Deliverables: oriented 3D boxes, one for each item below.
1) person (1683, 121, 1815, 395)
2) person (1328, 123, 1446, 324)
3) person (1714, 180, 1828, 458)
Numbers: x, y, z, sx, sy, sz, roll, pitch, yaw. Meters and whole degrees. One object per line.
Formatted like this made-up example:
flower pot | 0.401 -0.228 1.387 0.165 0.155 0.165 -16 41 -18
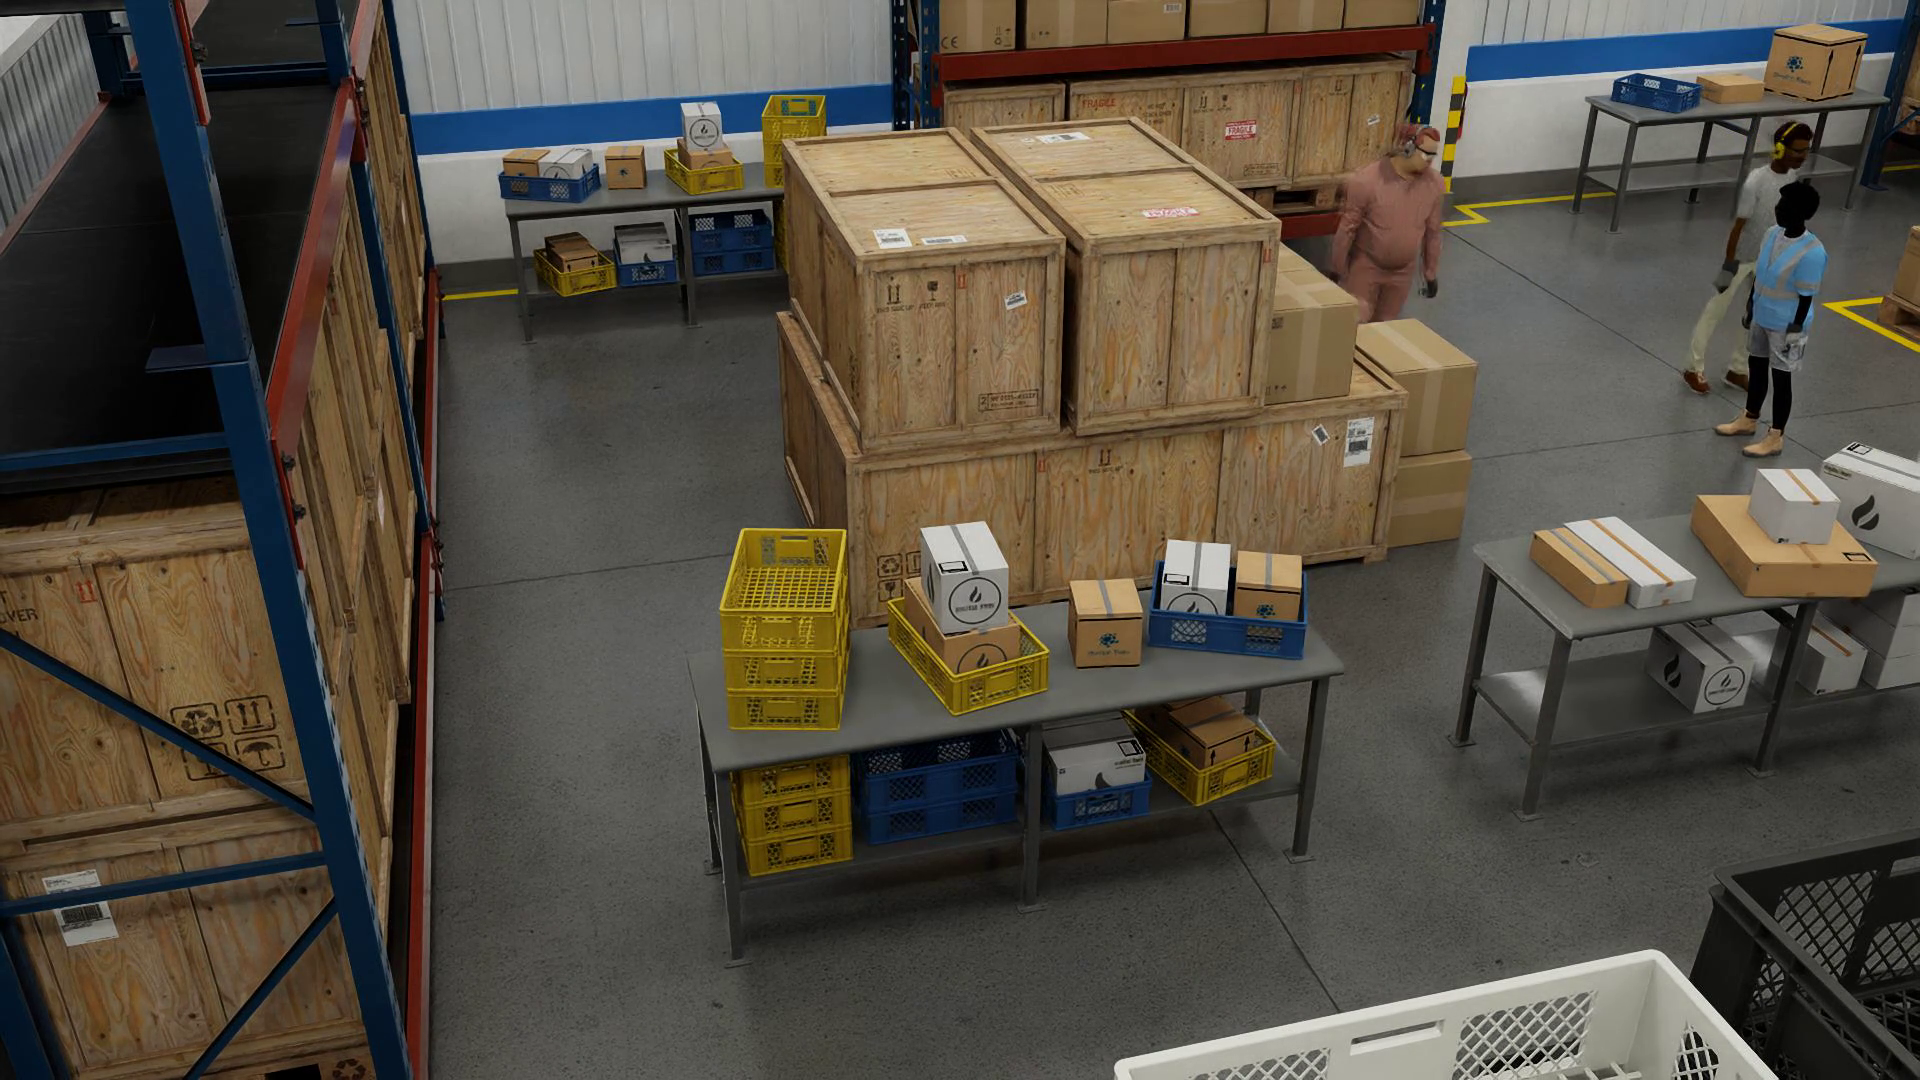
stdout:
person | 5.134 -1.799 10.750 0.552 1.837 0.572 -16 32 -26
person | 2.709 -1.742 10.610 0.687 1.869 0.477 -6 29 -11
person | 4.934 -1.332 10.050 0.325 1.689 0.538 -4 29 -8
